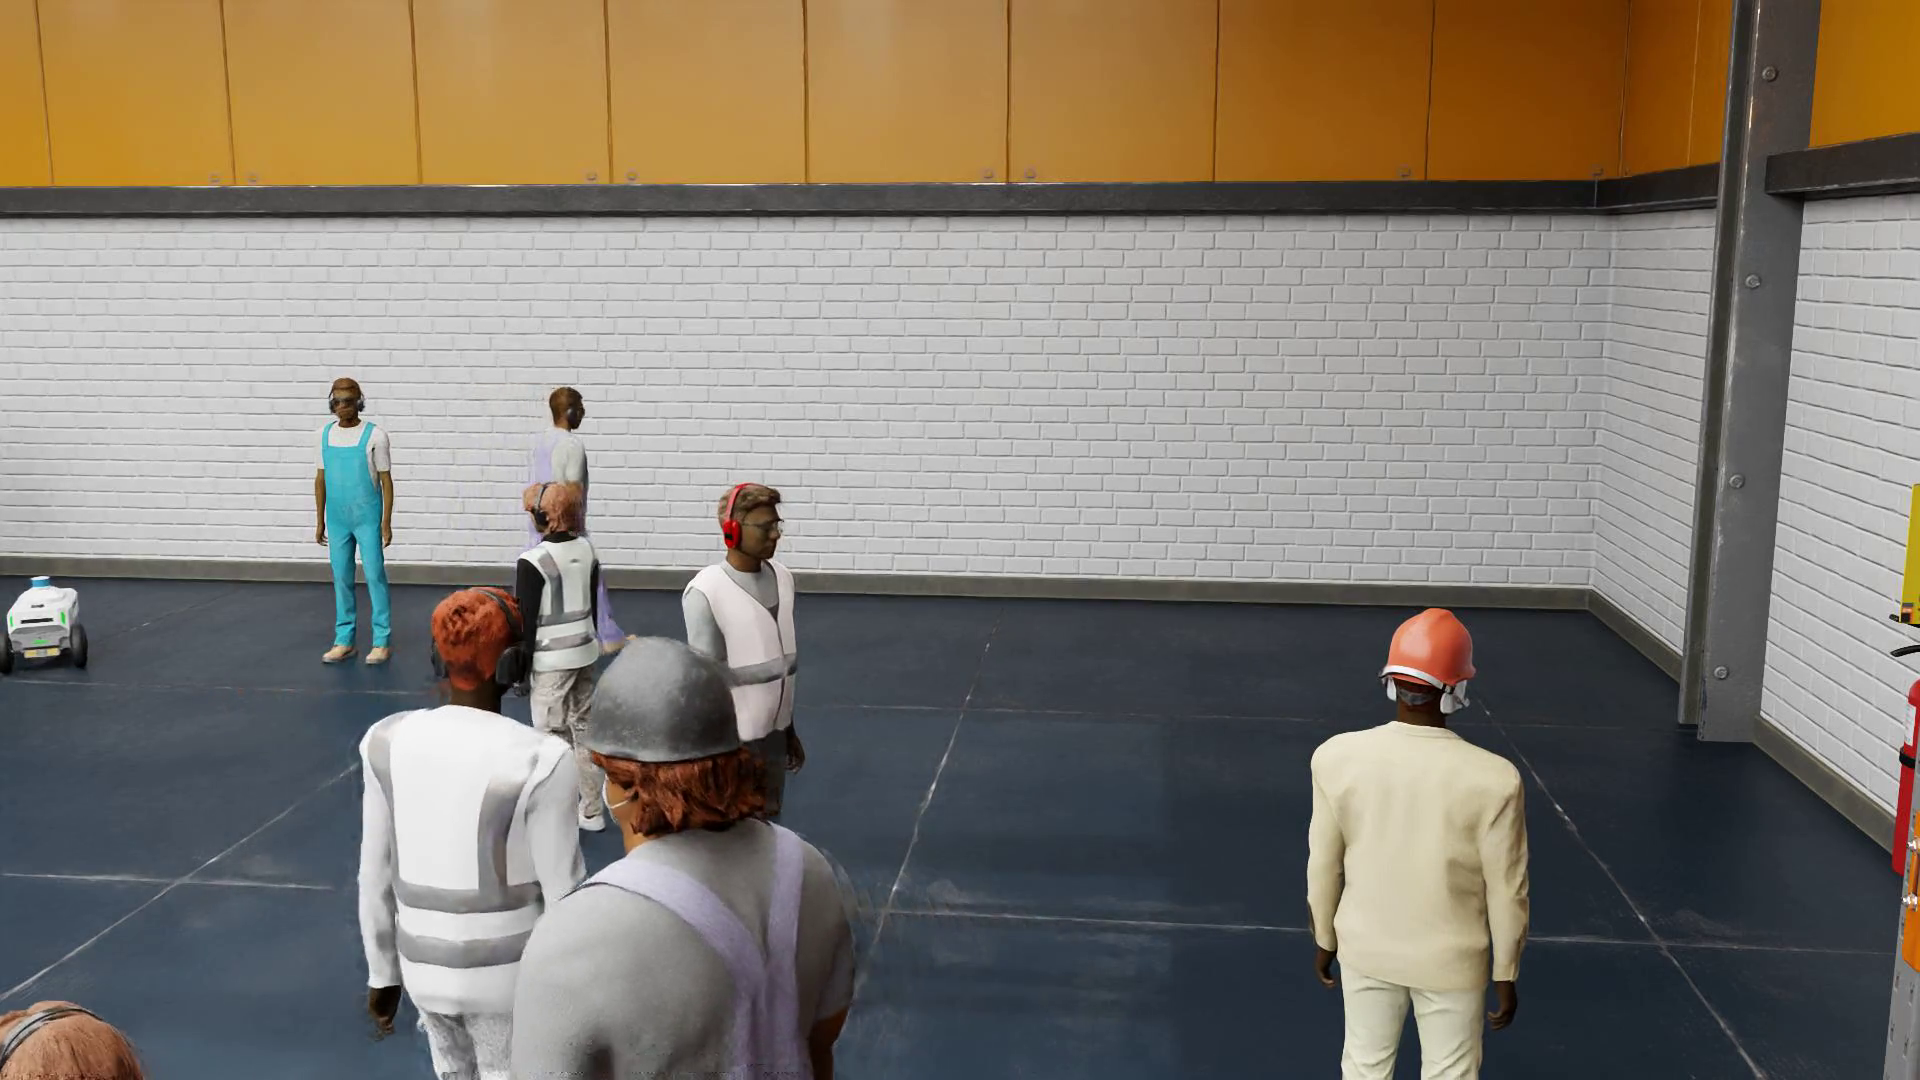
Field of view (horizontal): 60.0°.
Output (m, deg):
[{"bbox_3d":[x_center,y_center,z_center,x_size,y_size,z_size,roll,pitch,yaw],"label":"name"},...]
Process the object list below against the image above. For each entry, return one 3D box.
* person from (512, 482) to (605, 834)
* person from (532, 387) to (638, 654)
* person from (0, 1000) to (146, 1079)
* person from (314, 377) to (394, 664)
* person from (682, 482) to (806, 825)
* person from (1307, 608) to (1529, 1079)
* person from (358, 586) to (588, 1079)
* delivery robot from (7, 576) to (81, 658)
[{"bbox_3d":[-1.773,0.555,7.403,0.312,1.635,0.517,4,11,23],"label":"person"},{"bbox_3d":[-2.550,-0.084,10.646,0.519,1.790,0.991,8,13,39],"label":"person"},{"bbox_3d":[-1.172,1.438,2.348,0.529,1.620,0.588,-10,14,-44],"label":"person"},{"bbox_3d":[-3.882,-0.119,10.649,0.517,1.844,0.332,1,10,7],"label":"person"},{"bbox_3d":[-0.762,0.708,5.909,0.389,1.848,0.567,4,11,24],"label":"person"},{"bbox_3d":[1.173,1.039,4.279,0.563,1.752,0.327,6,12,30],"label":"person"},{"bbox_3d":[-1.161,1.042,3.927,0.585,1.868,0.466,4,11,22],"label":"person"},{"bbox_3d":[-5.874,0.476,10.668,0.477,0.478,0.707,-4,11,-22],"label":"delivery robot"}]
